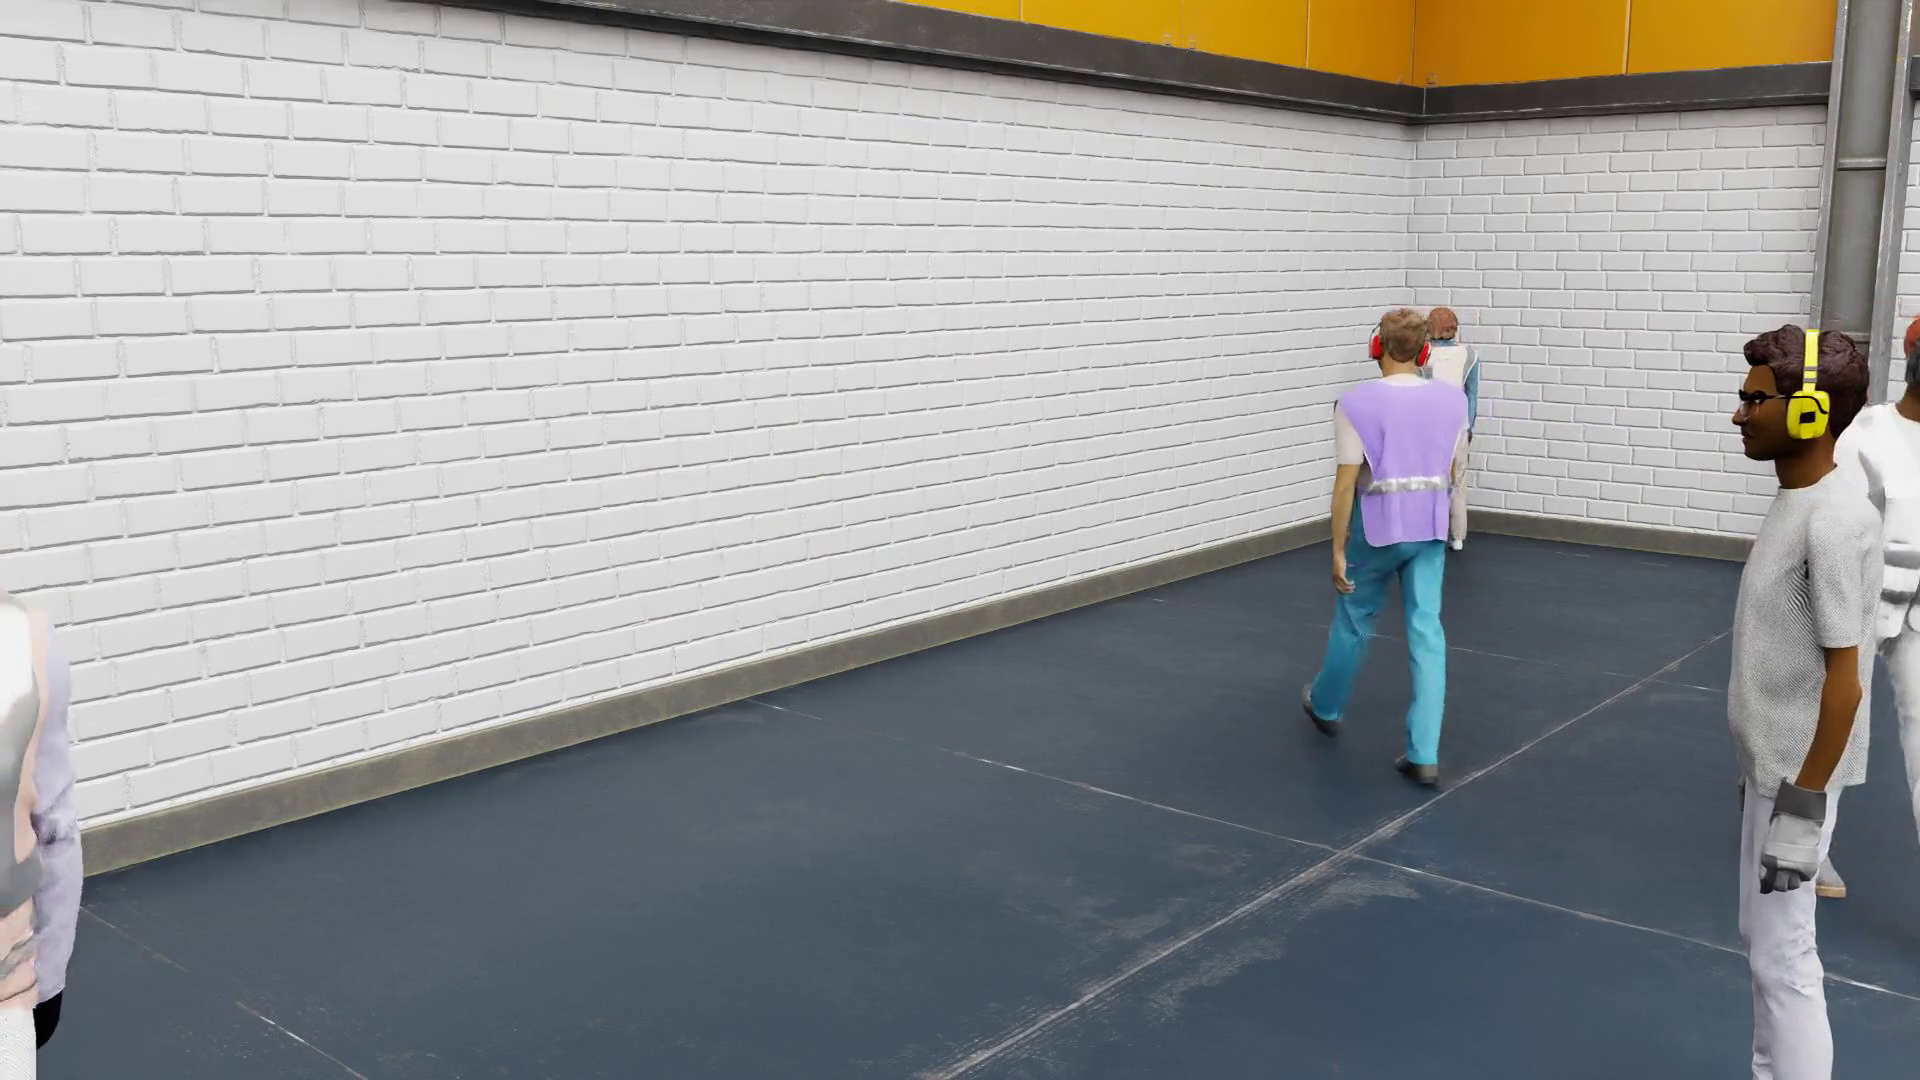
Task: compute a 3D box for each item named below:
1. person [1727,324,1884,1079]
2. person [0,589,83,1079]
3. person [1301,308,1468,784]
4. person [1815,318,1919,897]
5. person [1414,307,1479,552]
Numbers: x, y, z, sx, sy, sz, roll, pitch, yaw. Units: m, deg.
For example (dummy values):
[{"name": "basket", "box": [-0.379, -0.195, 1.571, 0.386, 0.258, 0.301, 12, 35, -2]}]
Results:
[{"name": "person", "box": [1.697, 0.494, 3.454, 0.312, 1.869, 0.537, 3, 11, 19]}, {"name": "person", "box": [-1.607, 0.718, 2.449, 0.639, 1.780, 1.007, -7, 12, -35]}, {"name": "person", "box": [1.680, -0.009, 6.553, 0.568, 1.780, 1.004, -2, 10, -10]}, {"name": "person", "box": [2.778, 0.260, 4.869, 0.589, 1.827, 1.003, 0, 10, 0]}, {"name": "person", "box": [3.180, -0.721, 11.037, 0.515, 1.636, 0.314, -1, 10, -6]}]
